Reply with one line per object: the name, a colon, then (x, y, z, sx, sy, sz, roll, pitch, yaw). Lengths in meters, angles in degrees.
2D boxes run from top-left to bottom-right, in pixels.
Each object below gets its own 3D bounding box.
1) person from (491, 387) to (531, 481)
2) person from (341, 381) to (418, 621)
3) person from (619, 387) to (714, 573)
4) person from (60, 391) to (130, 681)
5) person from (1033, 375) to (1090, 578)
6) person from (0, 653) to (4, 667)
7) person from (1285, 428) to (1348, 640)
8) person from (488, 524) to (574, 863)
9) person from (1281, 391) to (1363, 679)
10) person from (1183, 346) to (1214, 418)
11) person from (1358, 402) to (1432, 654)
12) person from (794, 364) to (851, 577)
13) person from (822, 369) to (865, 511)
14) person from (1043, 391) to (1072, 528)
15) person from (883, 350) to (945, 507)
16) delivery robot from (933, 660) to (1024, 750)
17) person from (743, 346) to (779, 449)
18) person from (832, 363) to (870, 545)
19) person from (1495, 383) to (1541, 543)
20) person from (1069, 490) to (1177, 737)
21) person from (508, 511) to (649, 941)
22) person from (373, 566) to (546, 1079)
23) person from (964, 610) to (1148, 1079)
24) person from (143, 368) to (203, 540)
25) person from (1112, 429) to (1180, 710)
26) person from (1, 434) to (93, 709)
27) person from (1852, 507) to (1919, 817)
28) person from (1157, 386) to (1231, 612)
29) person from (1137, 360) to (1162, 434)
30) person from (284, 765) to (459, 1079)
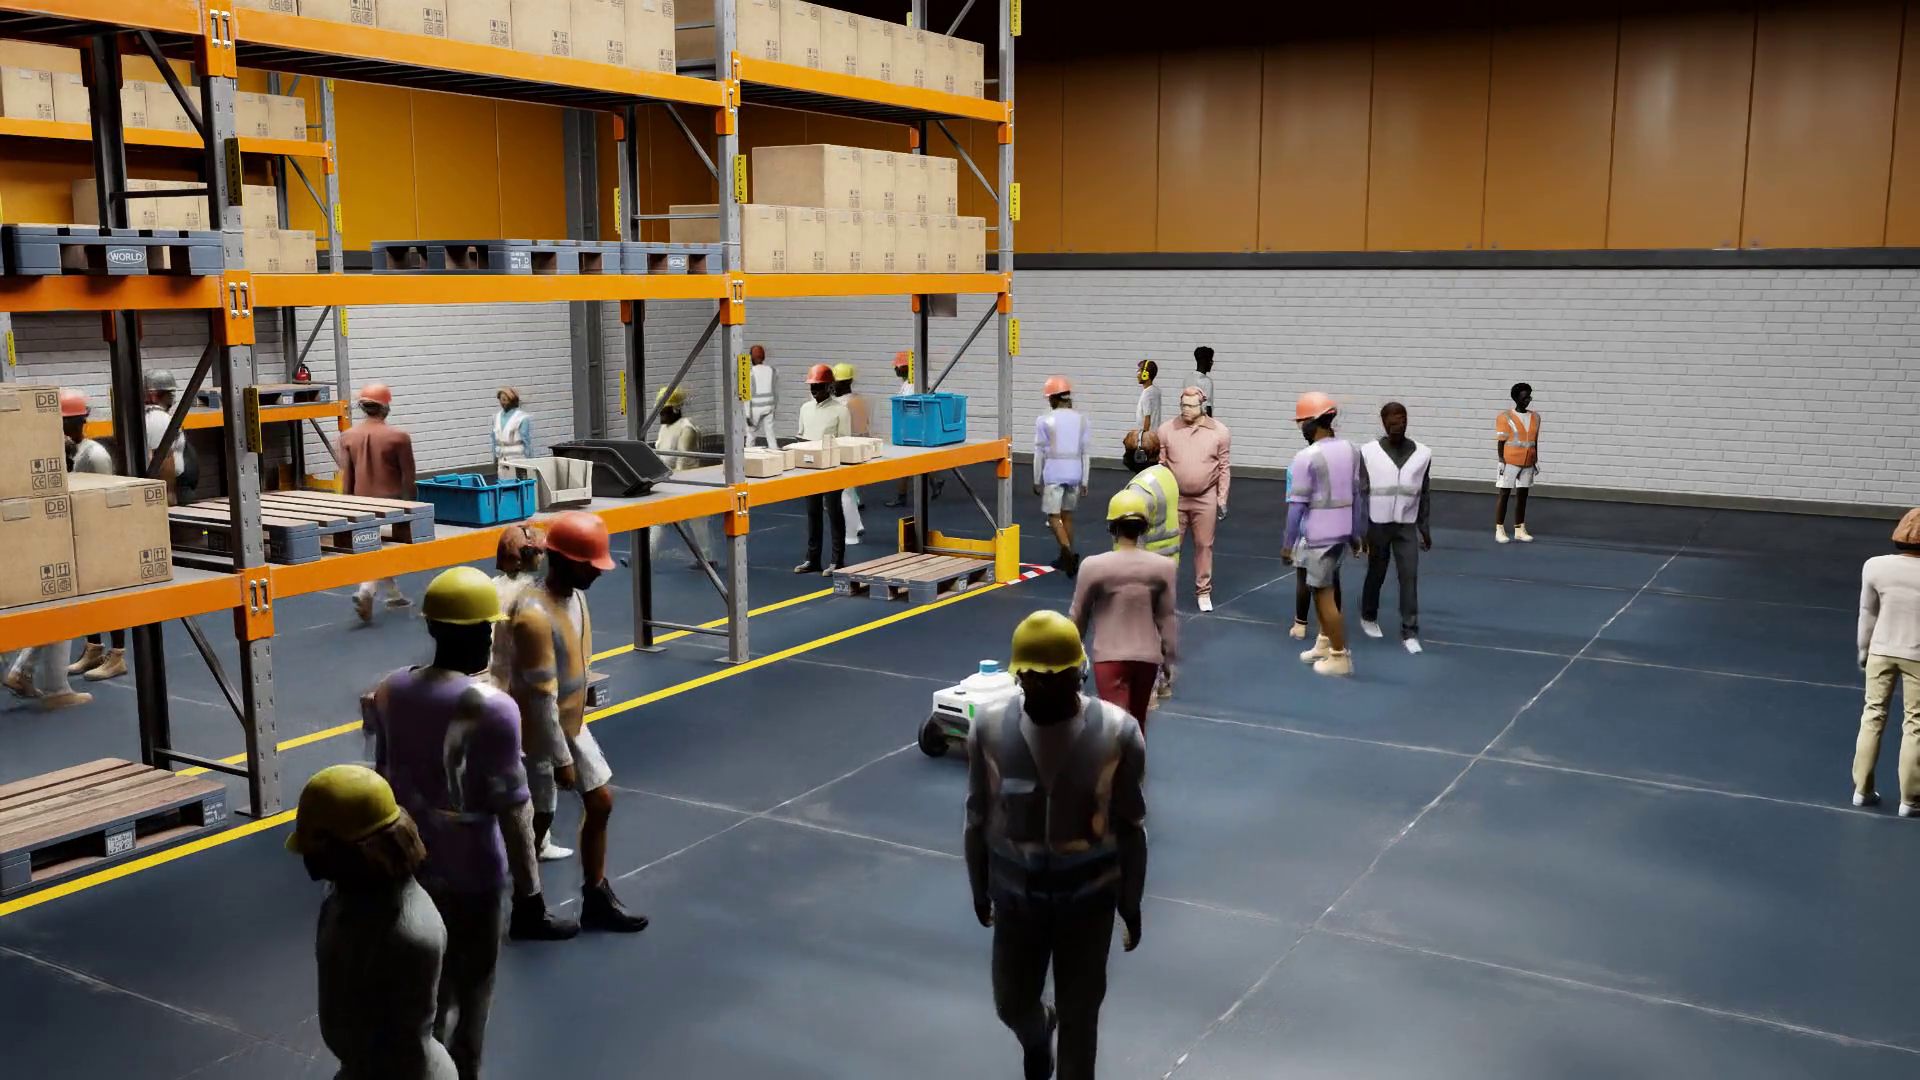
person: (-4.830, -0.861, 18.095, 0.509, 1.623, 0.618, 5, 10, 29)
person: (-4.795, -0.322, 13.690, 0.621, 1.971, 0.906, 2, 9, 14)
person: (-2.726, -0.541, 15.612, 0.930, 1.774, 0.596, -7, 11, -37)
person: (-6.147, -0.022, 11.612, 0.612, 2.031, 0.451, 7, 11, 36)
person: (0.979, -0.590, 15.572, 0.551, 1.905, 0.824, -4, 10, -22)
person: (-7.195, 0.069, 11.686, 0.781, 1.815, 0.531, -8, 12, -41)
person: (2.774, -0.063, 12.878, 0.534, 1.699, 0.318, 0, 9, 0)
person: (-2.114, 0.741, 8.054, 0.310, 1.636, 0.523, -9, 13, -44)
person: (2.511, -0.036, 11.728, 0.632, 2.009, 0.685, -8, 12, -40)
person: (2.950, -1.416, 20.529, 0.378, 1.958, 0.607, -3, 10, -20)
person: (3.310, -0.121, 12.736, 0.610, 1.872, 0.953, 0, 9, -3)
person: (-1.295, -0.656, 15.655, 0.612, 1.995, 0.376, 6, 11, 34)
person: (-1.469, -1.172, 19.739, 0.528, 1.725, 0.892, -5, 10, -29)
person: (1.136, -0.926, 18.592, 0.510, 1.574, 0.789, 3, 10, 20)
person: (-0.571, -1.347, 20.217, 0.682, 1.920, 0.563, 0, 9, 1)
delivery robot: (0.167, 0.954, 9.801, 0.477, 0.478, 0.707, 8, 12, 39)
person: (-2.819, -1.812, 23.393, 0.587, 1.839, 0.951, -5, 10, -27)
person: (-1.199, -0.889, 17.389, 0.442, 1.907, 0.601, 6, 11, 32)
person: (5.896, -0.816, 17.585, 0.533, 1.697, 0.318, -3, 10, -19)
person: (0.815, 0.604, 8.639, 0.543, 1.727, 0.876, -3, 10, -18)
person: (-1.627, 0.802, 6.929, 0.724, 1.877, 0.607, 2, 9, 10)
person: (-1.601, 1.031, 5.385, 0.595, 1.907, 0.417, 6, 11, 34)
person: (0.311, 1.088, 5.355, 0.595, 1.810, 0.612, 1, 9, 9)
person: (-6.841, -0.504, 14.566, 0.704, 2.000, 0.804, 8, 12, 42)
person: (1.212, 0.188, 10.917, 0.431, 1.835, 0.624, 4, 10, 23)
person: (-5.913, 0.215, 10.813, 0.643, 1.818, 0.448, 9, 13, 44)
person: (4.967, 0.637, 8.738, 0.270, 1.627, 0.502, -8, 12, -39)
person: (1.943, -0.338, 13.972, 0.642, 1.902, 0.399, 2, 9, 10)
person: (2.104, -1.092, 18.812, 0.384, 1.871, 0.537, 3, 10, 20)
person: (-1.403, 1.355, 3.946, 0.501, 1.710, 0.584, 8, 12, 42)
